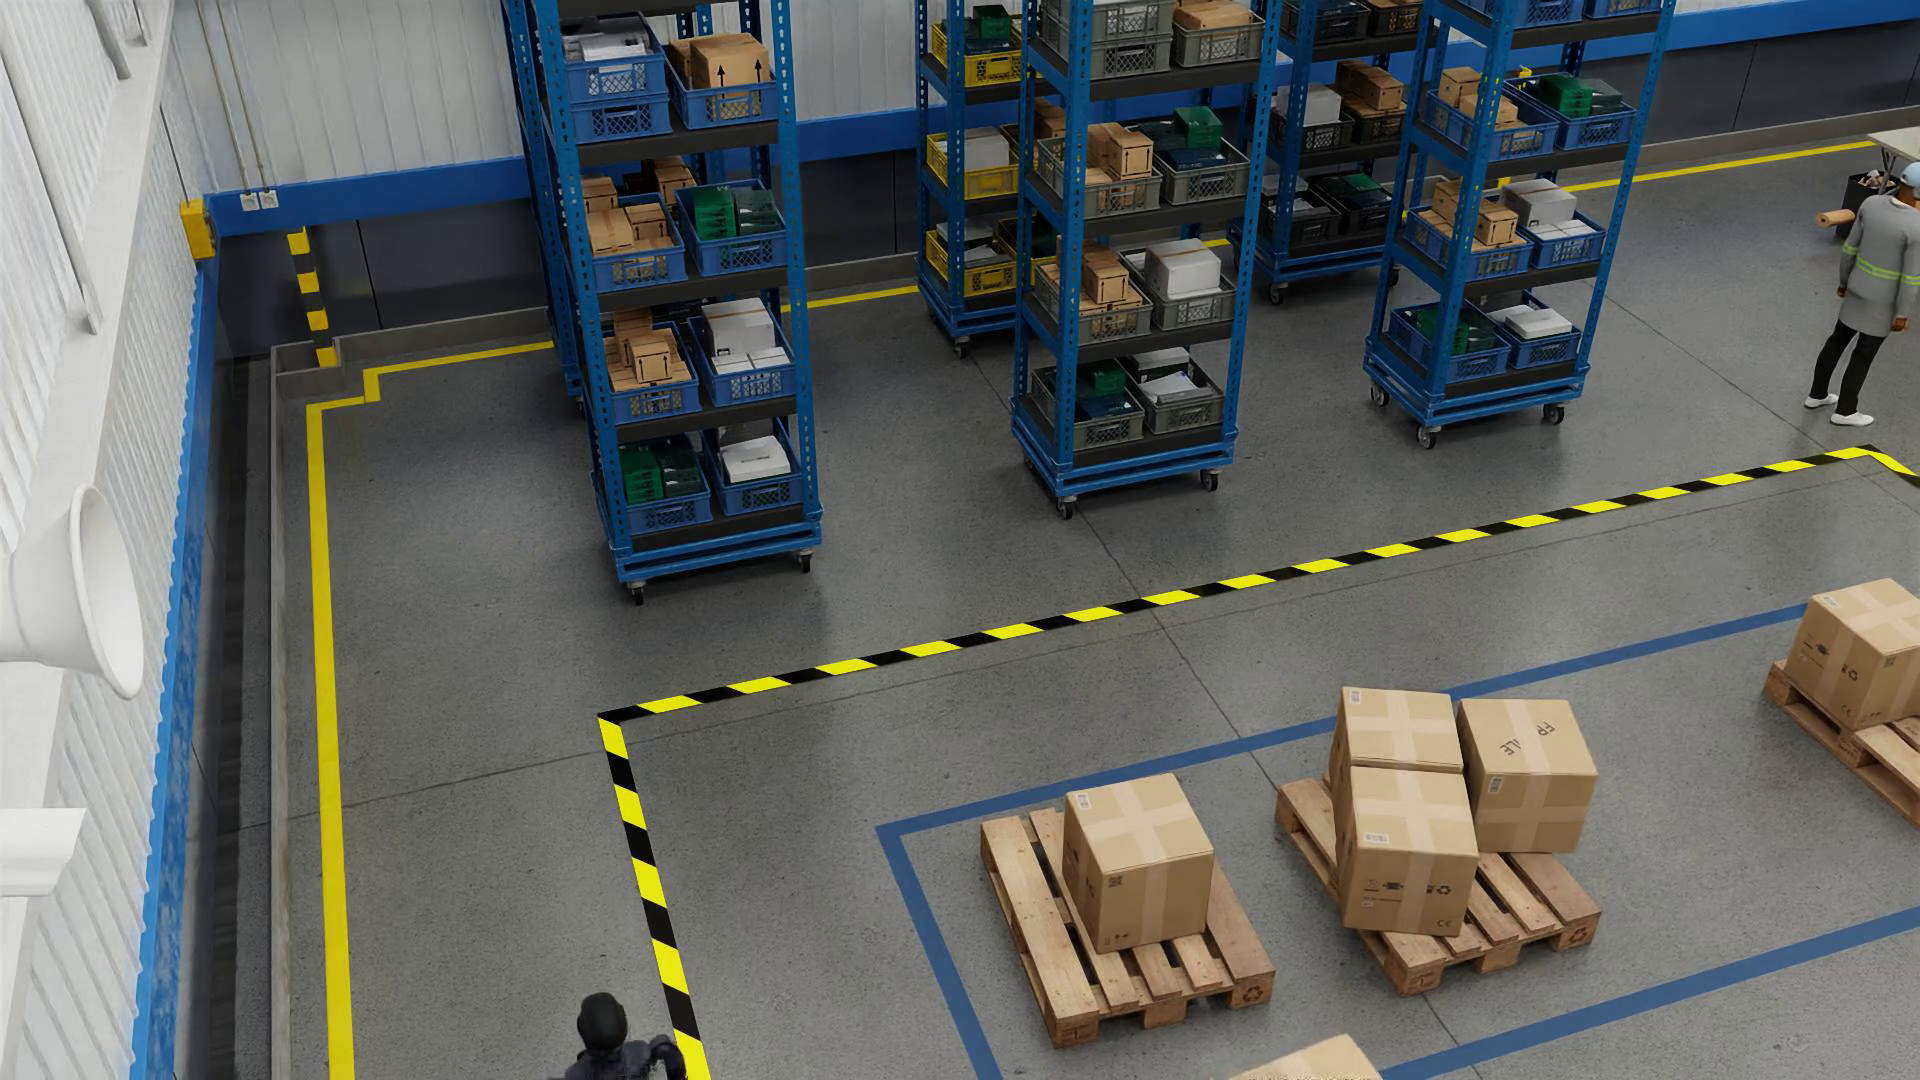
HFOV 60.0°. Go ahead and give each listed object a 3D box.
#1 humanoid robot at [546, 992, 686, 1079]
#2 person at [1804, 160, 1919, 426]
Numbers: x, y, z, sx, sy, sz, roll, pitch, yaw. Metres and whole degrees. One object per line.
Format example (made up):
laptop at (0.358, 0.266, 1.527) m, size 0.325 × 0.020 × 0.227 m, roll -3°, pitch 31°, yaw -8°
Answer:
humanoid robot at (-1.187, 2.175, 5.753) m, size 0.593 × 1.650 × 0.392 m, roll -18°, pitch 39°, yaw -24°
person at (6.070, -1.634, 11.000) m, size 0.388 × 1.849 × 0.597 m, roll -11°, pitch 37°, yaw -15°
